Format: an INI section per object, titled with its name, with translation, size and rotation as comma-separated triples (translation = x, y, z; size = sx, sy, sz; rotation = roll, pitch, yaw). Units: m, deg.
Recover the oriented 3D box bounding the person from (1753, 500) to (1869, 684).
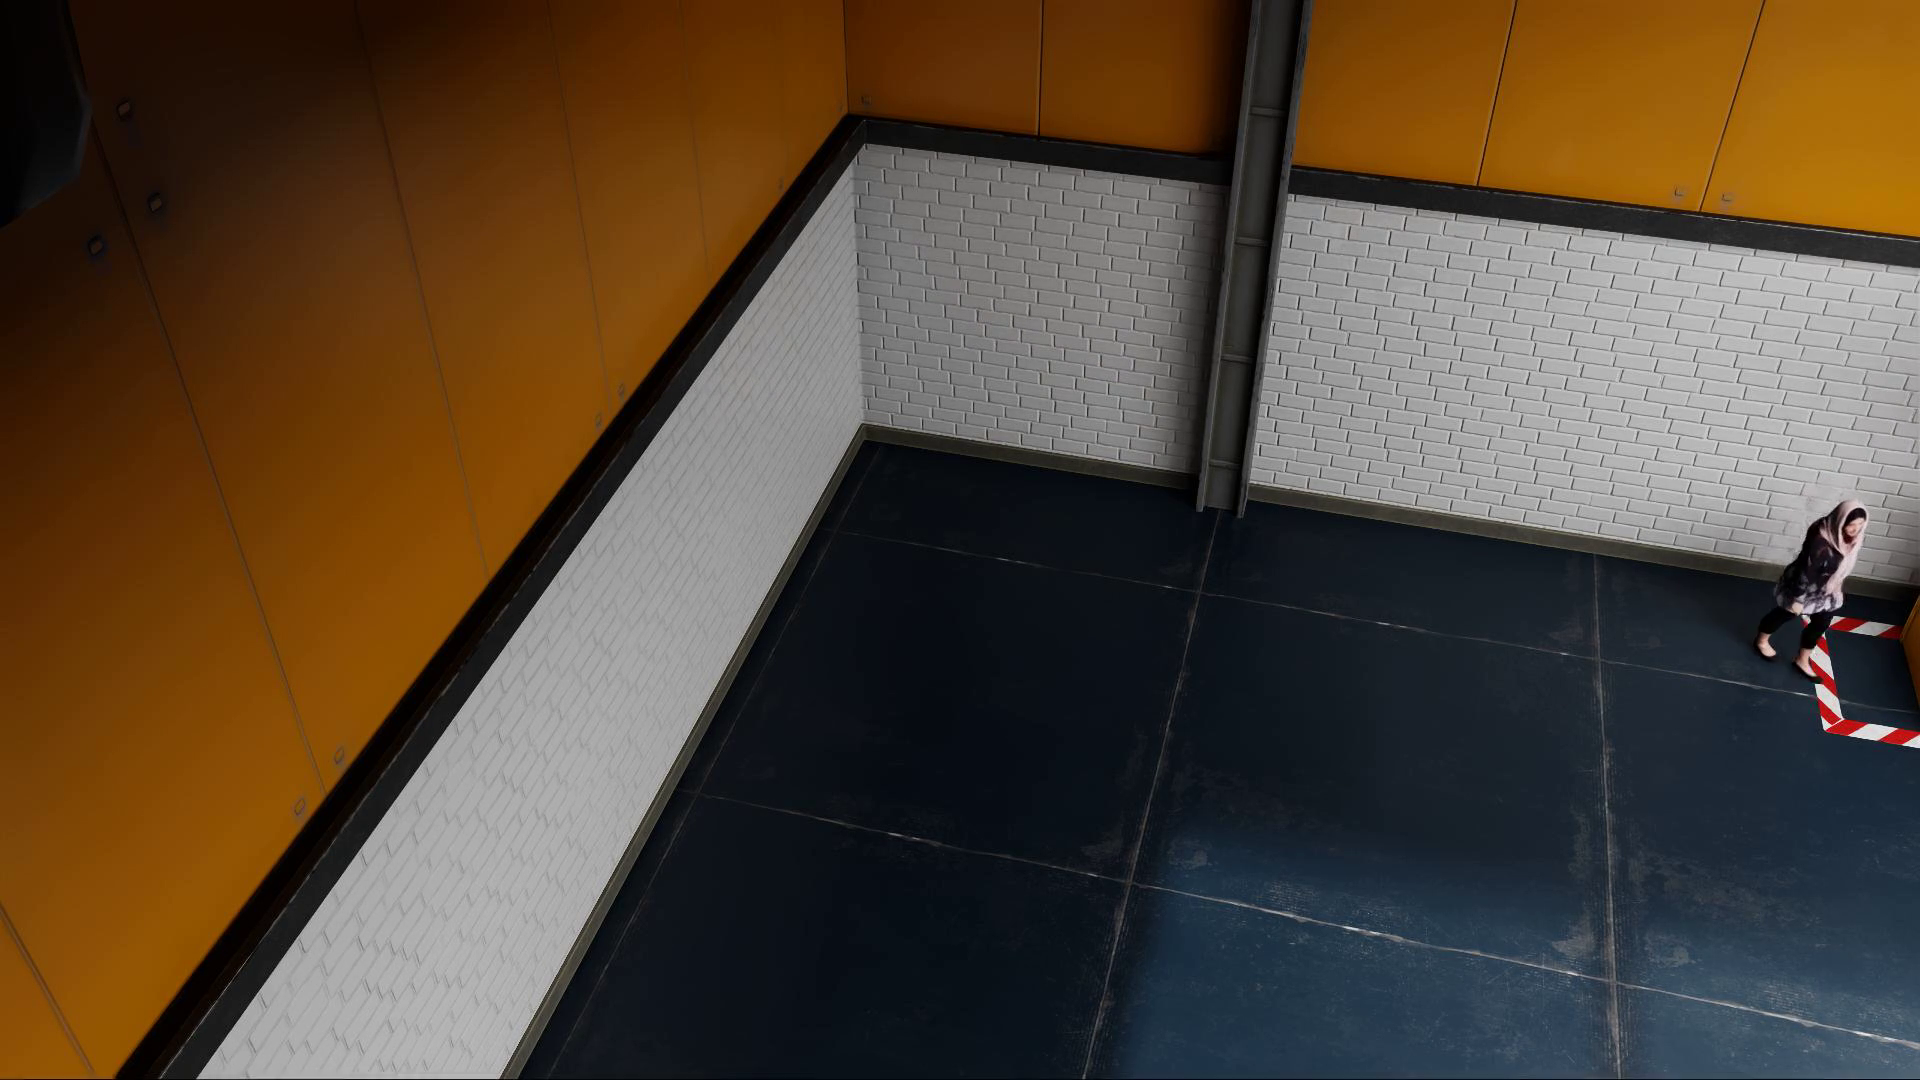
[person]
translation = 6.042, 0.272, 11.914
size = 0.877, 1.598, 0.924
rotation = -21, 43, -24
